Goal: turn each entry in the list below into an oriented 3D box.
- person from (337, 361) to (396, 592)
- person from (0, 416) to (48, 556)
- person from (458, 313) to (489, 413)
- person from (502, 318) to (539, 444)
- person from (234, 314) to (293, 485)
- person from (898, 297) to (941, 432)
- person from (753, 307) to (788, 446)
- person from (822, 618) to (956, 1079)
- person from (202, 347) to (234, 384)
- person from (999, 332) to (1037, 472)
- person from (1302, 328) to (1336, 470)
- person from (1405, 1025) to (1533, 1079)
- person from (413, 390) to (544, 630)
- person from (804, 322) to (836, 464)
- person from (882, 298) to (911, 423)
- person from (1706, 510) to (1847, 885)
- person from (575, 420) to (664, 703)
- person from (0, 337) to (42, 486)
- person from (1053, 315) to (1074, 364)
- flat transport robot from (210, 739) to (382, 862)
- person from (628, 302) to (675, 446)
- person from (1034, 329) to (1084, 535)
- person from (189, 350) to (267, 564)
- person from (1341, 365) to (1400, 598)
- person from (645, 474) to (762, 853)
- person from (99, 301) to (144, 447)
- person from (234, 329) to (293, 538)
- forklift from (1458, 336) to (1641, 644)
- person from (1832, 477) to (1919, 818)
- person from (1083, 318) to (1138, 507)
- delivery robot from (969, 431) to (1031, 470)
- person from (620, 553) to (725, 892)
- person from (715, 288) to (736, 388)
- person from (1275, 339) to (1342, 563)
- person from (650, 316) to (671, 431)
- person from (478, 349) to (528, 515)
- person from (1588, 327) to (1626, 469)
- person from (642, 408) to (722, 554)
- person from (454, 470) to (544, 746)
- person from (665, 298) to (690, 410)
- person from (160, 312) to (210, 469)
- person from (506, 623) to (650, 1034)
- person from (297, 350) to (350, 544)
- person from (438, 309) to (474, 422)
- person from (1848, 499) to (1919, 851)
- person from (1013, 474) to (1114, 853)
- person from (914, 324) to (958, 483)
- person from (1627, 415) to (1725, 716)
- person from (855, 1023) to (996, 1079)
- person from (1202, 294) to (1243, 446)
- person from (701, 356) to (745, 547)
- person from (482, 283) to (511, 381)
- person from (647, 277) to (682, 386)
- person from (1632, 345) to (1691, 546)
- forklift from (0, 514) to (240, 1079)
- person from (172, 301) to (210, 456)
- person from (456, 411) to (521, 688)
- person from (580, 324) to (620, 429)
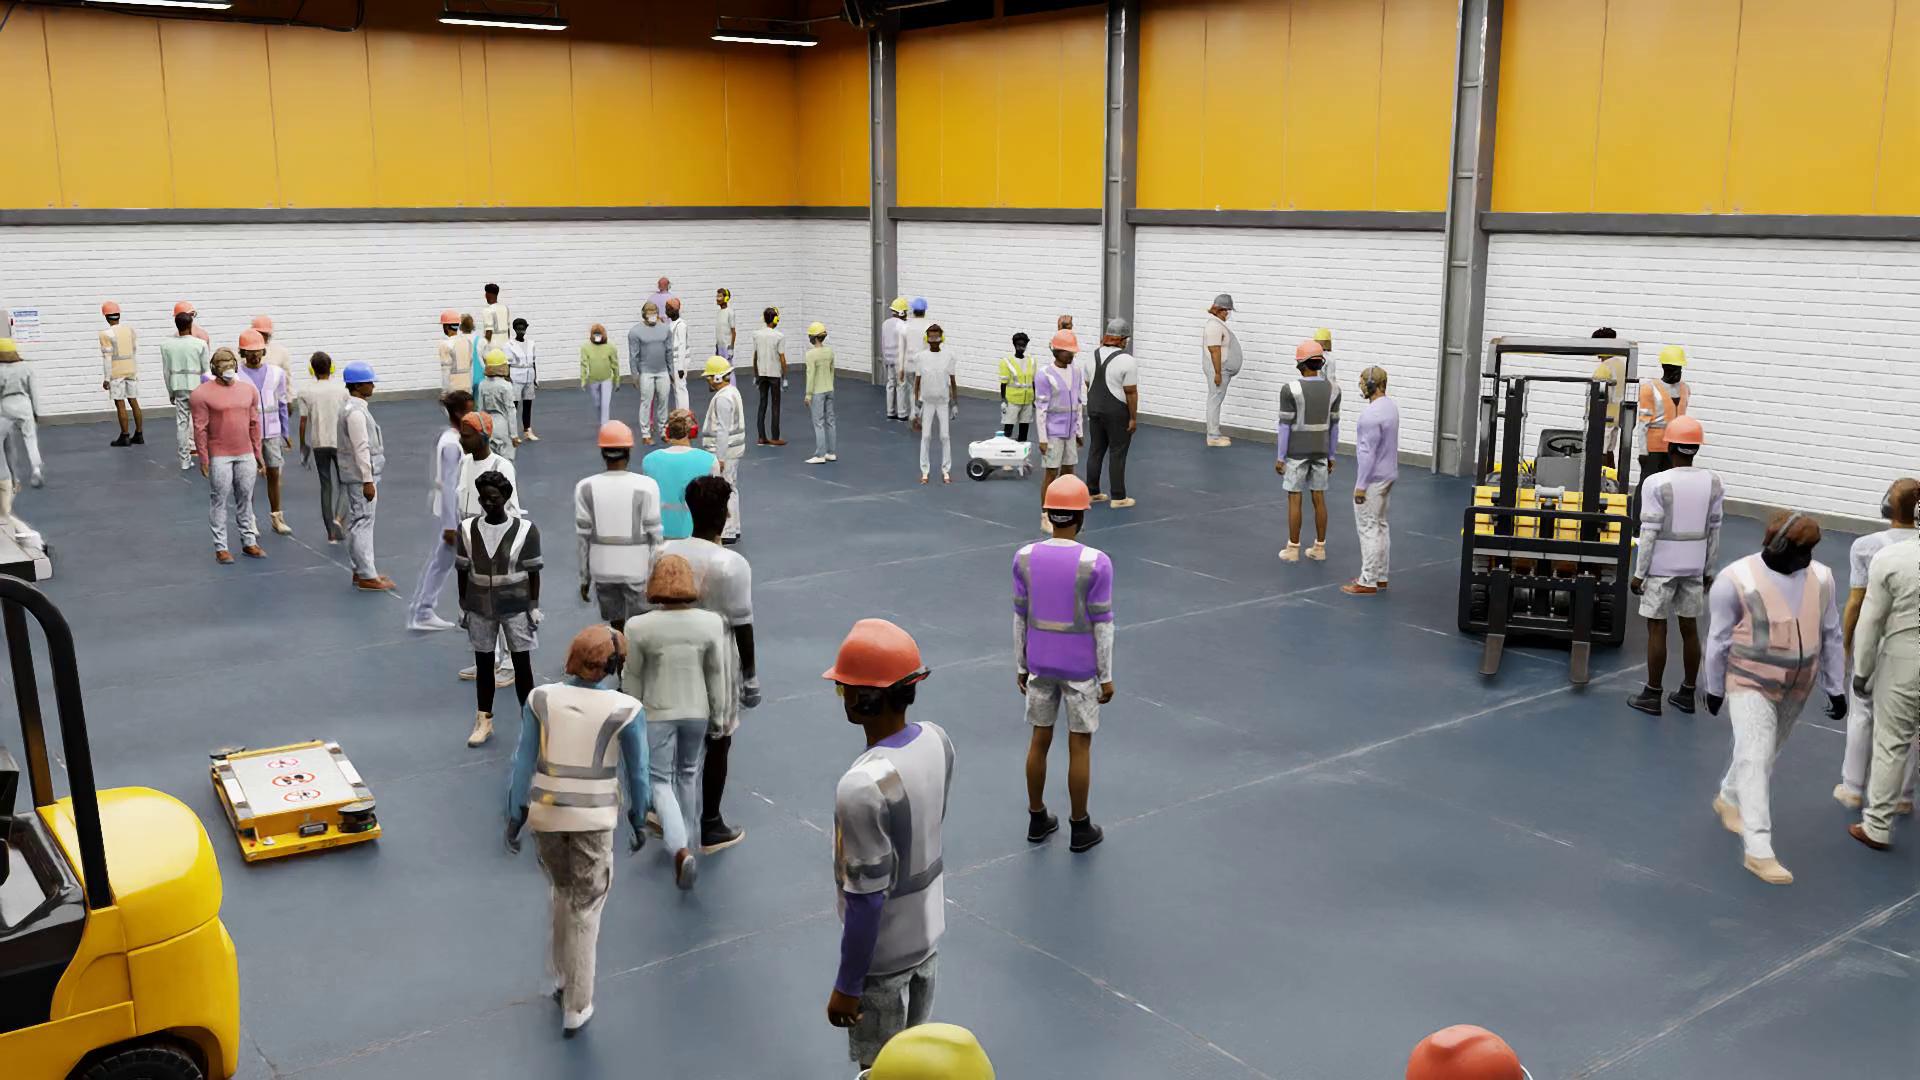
[{"bbox_3d":[-5.047,-0.539,14.061,0.389,1.949,0.602,-6,13,-26],"label":"person"},{"bbox_3d":[-8.369,-0.516,14.454,0.601,1.747,0.526,3,12,13],"label":"person"},{"bbox_3d":[-6.302,-2.006,21.465,0.504,1.826,0.528,-7,14,-31],"label":"person"},{"bbox_3d":[-5.924,-2.153,22.467,0.318,1.695,0.536,9,15,38],"label":"person"},{"bbox_3d":[-8.123,-1.649,19.412,0.637,1.991,0.735,-5,13,-22],"label":"person"},{"bbox_3d":[-0.587,-2.418,23.211,0.641,1.917,0.757,4,12,20],"label":"person"},{"bbox_3d":[-2.526,-2.176,22.201,0.521,1.857,0.343,5,13,25],"label":"person"},{"bbox_3d":[-0.244,1.244,5.221,0.371,2.044,0.607,5,13,21],"label":"person"},{"bbox_3d":[-8.320,-1.380,18.904,0.508,1.629,0.317,-10,15,-39],"label":"person"},{"bbox_3d":[0.711,-1.673,20.155,0.538,1.692,0.319,-7,14,-30],"label":"person"},{"bbox_3d":[4.368,-1.707,20.231,0.323,1.737,0.488,-10,15,-39],"label":"person"},{"bbox_3d":[0.974,1.782,3.328,0.343,1.749,0.573,-9,14,-36],"label":"person"},{"bbox_3d":[-3.769,-0.220,12.726,0.993,1.863,0.609,-3,12,-13],"label":"person"},{"bbox_3d":[-1.759,-1.831,20.744,0.326,1.769,0.524,8,14,33],"label":"person"},{"bbox_3d":[-0.893,-2.643,24.503,0.404,1.830,0.601,-9,15,-38],"label":"person"},{"bbox_3d":[4.058,0.721,8.374,0.622,1.804,0.896,-2,12,-11],"label":"person"},{"bbox_3d":[-2.157,0.205,10.567,0.586,1.905,0.603,1,12,3],"label":"person"},{"bbox_3d":[-10.871,-1.474,19.165,0.487,1.719,0.837,-9,15,-38],"label":"person"},{"bbox_3d":[1.485,-2.394,23.769,0.310,1.642,0.514,1,12,3],"label":"person"},{"bbox_3d":[-3.611,1.358,8.973,0.652,0.197,1.431,-7,14,-30],"label":"flat transport robot"},{"bbox_3d":[-4.115,-2.220,22.242,0.635,1.928,0.381,-9,14,-36],"label":"person"},{"bbox_3d":[1.006,-1.061,16.392,0.611,2.032,0.411,-11,16,-42],"label":"person"},{"bbox_3d":[-6.651,-0.764,15.175,0.372,1.940,0.630,9,15,38],"label":"person"},{"bbox_3d":[3.463,-0.493,13.894,0.368,1.927,0.639,7,14,30],"label":"person"},{"bbox_3d":[-1.318,0.636,8.393,0.614,1.953,0.467,8,14,34],"label":"person"},{"bbox_3d":[-11.207,-2.211,22.170,0.375,1.934,0.547,5,13,21],"label":"person"},{"bbox_3d":[-6.837,-1.038,16.242,0.615,2.042,0.374,-10,16,-41],"label":"person"},{"bbox_3d":[4.683,-0.471,13.136,1.214,2.155,2.313,4,12,20],"label":"forklift"},{"bbox_3d":[5.036,0.573,8.972,0.570,1.833,0.474,3,12,16],"label":"person"},{"bbox_3d":[1.665,-1.387,17.935,0.537,2.000,0.688,-11,16,-42],"label":"person"},{"bbox_3d":[0.477,-1.039,19.613,0.707,0.478,0.477,3,13,11],"label":"delivery robot"},{"bbox_3d":[-1.371,0.872,8.072,0.506,1.608,0.711,-5,13,-23],"label":"person"},{"bbox_3d":[-3.749,-3.061,26.424,0.329,1.877,0.507,-9,15,-37],"label":"person"},{"bbox_3d":[3.147,-0.800,15.135,0.601,2.035,0.407,-4,12,-19],"label":"person"},{"bbox_3d":[-4.296,-2.378,23.708,0.501,1.633,0.285,-8,14,-35],"label":"person"},{"bbox_3d":[-4.790,-1.118,17.351,0.493,1.746,0.283,7,14,32],"label":"person"},{"bbox_3d":[6.766,-1.259,17.515,0.380,1.959,0.603,9,15,37],"label":"person"},{"bbox_3d":[-1.958,-0.011,11.798,0.563,1.834,0.404,2,12,11],"label":"person"},{"bbox_3d":[-2.785,0.415,10.065,0.531,1.698,0.320,0,12,0],"label":"person"},{"bbox_3d":[-4.035,-2.506,23.735,0.358,1.880,0.575,-5,13,-21],"label":"person"},{"bbox_3d":[-9.410,-1.820,20.318,0.593,1.921,0.392,0,12,-1],"label":"person"},{"bbox_3d":[-1.538,1.146,6.756,0.534,1.595,0.650,2,12,8],"label":"person"},{"bbox_3d":[-6.021,-0.873,15.893,0.568,1.856,0.462,-3,12,-14],"label":"person"},{"bbox_3d":[-6.228,-1.870,20.517,0.373,1.934,0.551,5,13,24],"label":"person"},{"bbox_3d":[4.896,0.653,8.445,0.652,1.898,0.404,3,12,15],"label":"person"},{"bbox_3d":[0.534,0.626,8.489,0.546,1.929,0.390,6,13,28],"label":"person"},{"bbox_3d":[-0.279,-1.580,19.315,0.511,1.862,0.324,0,12,0],"label":"person"},{"bbox_3d":[4.579,0.165,10.691,0.552,1.935,0.367,-2,12,-8],"label":"person"},{"bbox_3d":[-0.074,1.774,3.181,0.404,1.827,0.600,2,12,7],"label":"person"},{"bbox_3d":[3.510,-2.287,22.280,0.537,2.000,0.679,2,12,8],"label":"person"},{"bbox_3d":[-2.253,-0.846,15.868,0.403,1.819,0.602,0,12,-1],"label":"person"},{"bbox_3d":[-7.305,-3.062,26.204,0.362,1.963,0.614,4,12,20],"label":"person"},{"bbox_3d":[-5.167,-3.666,29.265,0.653,1.906,0.408,4,12,20],"label":"person"},{"bbox_3d":[6.685,-0.891,15.813,0.588,1.928,0.384,-5,13,-23],"label":"person"},{"bbox_3d":[-3.687,1.115,5.480,2.313,2.155,1.214,-9,15,-36],"label":"forklift"},{"bbox_3d":[-9.882,-2.074,21.407,0.410,1.980,0.624,2,12,11],"label":"person"},{"bbox_3d":[-3.216,0.061,11.322,0.585,1.882,0.337,10,15,39],"label":"person"},{"bbox_3d":[-4.911,-2.152,22.697,0.512,1.597,0.737,0,12,0],"label":"person"}]
